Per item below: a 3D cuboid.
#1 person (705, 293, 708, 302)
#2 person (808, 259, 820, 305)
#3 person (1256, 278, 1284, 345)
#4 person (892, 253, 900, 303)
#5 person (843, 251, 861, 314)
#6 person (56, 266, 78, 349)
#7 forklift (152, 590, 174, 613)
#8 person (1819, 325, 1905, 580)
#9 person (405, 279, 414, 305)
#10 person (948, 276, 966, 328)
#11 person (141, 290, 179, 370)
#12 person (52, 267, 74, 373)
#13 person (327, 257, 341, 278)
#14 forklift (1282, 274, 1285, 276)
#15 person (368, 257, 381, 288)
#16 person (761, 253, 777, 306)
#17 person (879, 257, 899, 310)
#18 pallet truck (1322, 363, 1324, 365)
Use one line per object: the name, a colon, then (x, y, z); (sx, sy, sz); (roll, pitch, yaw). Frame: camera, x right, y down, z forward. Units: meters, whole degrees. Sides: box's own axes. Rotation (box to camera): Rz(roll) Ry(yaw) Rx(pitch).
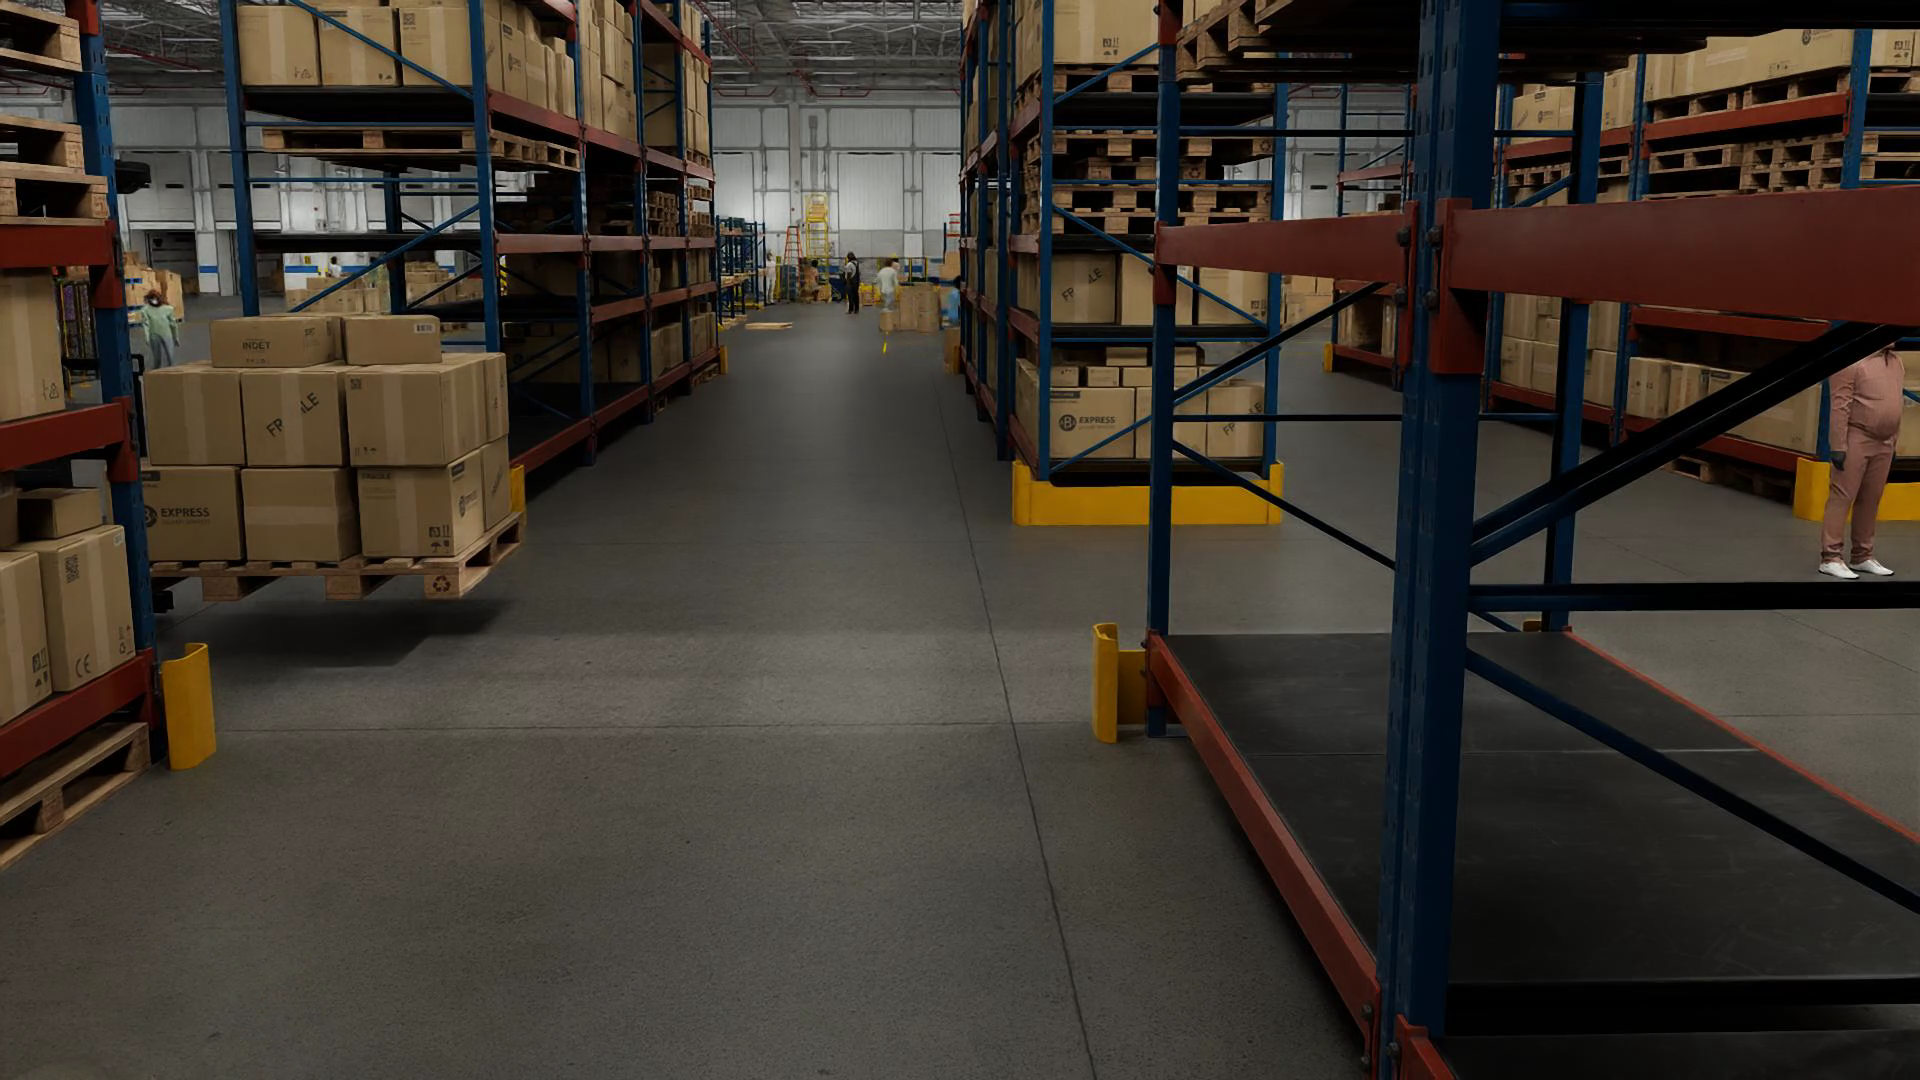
person: (-9.128, -9.225, 59.194); (0.584, 1.919, 0.375); (3, 10, 14)
person: (-5.439, -9.598, 61.930); (0.421, 1.682, 0.540); (-4, 11, -22)
person: (6.690, -5.028, 35.635); (0.432, 1.978, 0.641); (-6, 12, -30)
person: (-2.550, -10.041, 63.770); (0.790, 1.909, 0.583); (-10, 14, -43)
person: (-3.542, -8.353, 53.992); (0.536, 2.000, 0.688); (6, 12, 29)
person: (-19.731, -5.111, 36.262); (0.855, 1.936, 0.616); (-5, 11, -27)
forklift: (-5.858, -0.811, 9.639); (1.873, 2.768, 1.129); (-1, 10, -3)
person: (6.342, -0.674, 11.625); (0.642, 1.900, 0.400); (-4, 11, -24)
person: (-10.889, -4.295, 32.554); (0.366, 1.629, 0.530); (9, 13, 40)
person: (-0.044, -4.381, 32.838); (0.356, 1.681, 0.544); (-4, 11, -21)
person: (-12.906, -3.251, 26.866); (0.511, 1.583, 0.794); (-5, 11, -25)
person: (-16.246, -3.939, 29.783); (0.945, 1.892, 0.561); (5, 11, 27)
person: (-21.390, -8.760, 56.884); (0.545, 1.815, 0.992); (-9, 13, -41)
forklift: (12.251, -10.249, 62.214); (1.129, 2.768, 1.873); (0, 10, -2)
person: (-20.658, -9.124, 58.926); (0.759, 1.822, 0.632); (0, 10, 2)
person: (-7.005, -9.581, 61.119); (0.367, 1.940, 0.634); (10, 14, 43)
person: (-1.993, -6.744, 45.374); (0.672, 1.923, 0.593); (9, 13, 40)
pallet truck: (7.712, -4.157, 30.737); (1.885, 1.965, 0.823); (3, 11, 16)
